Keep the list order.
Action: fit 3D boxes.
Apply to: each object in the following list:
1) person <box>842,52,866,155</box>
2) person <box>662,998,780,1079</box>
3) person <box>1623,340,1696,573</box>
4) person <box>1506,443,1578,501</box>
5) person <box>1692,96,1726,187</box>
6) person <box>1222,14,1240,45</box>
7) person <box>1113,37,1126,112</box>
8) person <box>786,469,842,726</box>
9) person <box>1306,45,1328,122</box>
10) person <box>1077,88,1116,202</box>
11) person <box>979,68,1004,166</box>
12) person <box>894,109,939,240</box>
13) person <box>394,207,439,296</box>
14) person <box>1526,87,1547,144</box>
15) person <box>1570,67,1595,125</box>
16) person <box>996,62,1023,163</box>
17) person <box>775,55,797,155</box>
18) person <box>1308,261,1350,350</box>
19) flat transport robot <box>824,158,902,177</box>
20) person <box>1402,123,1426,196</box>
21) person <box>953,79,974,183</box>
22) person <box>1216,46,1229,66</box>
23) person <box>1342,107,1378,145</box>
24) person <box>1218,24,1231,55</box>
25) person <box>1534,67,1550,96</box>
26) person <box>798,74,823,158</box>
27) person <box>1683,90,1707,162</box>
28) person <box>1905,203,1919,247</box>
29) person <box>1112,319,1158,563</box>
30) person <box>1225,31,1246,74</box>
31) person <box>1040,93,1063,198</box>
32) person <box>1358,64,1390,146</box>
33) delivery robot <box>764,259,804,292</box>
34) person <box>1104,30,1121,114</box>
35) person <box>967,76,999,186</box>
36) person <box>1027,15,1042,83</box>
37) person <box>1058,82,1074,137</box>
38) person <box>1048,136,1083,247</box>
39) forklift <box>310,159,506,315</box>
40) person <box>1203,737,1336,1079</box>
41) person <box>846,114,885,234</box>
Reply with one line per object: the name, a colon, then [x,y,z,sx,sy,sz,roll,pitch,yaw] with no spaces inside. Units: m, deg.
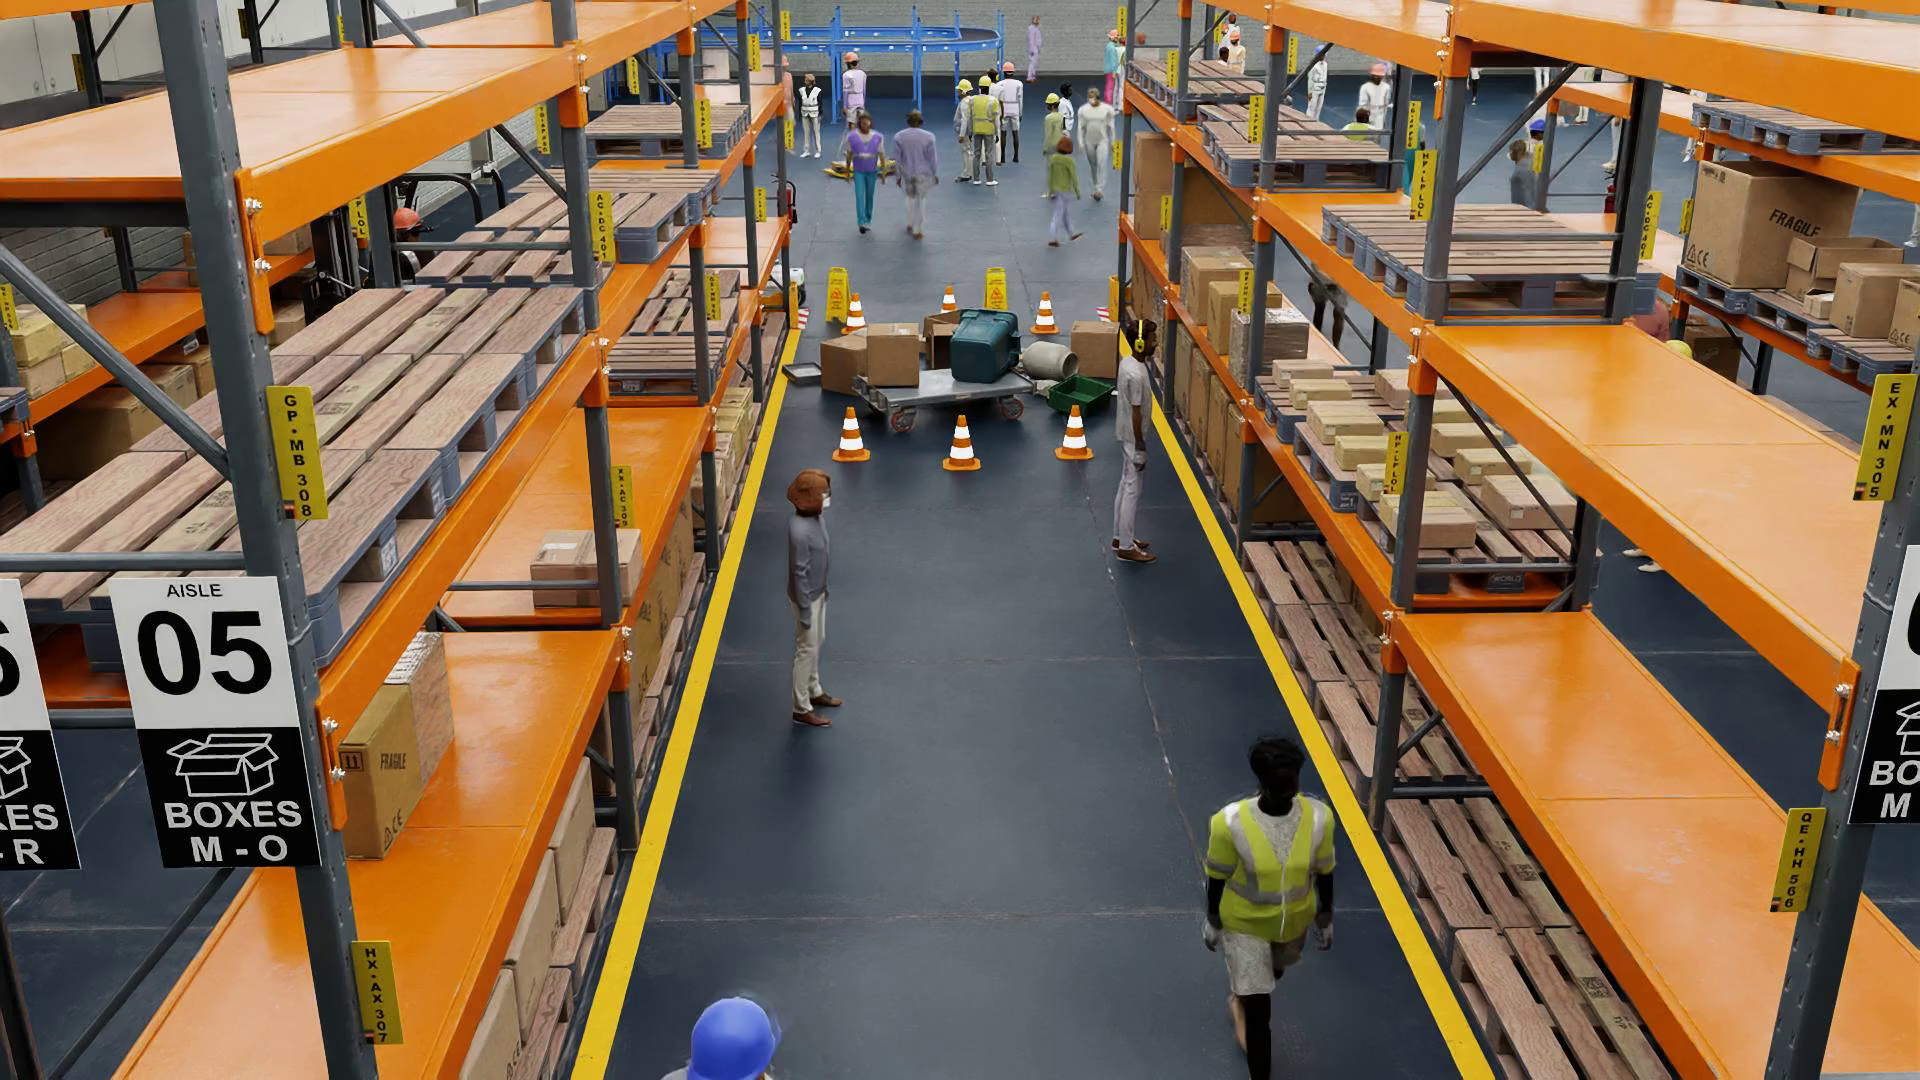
person: [-2.168,-8.850,33.767,0.418,2.034,0.603,16,26,37]
person: [-0.636,2.144,4.851,0.633,1.929,0.548,9,22,22]
person: [5.235,-0.624,12.388,0.329,1.765,0.533,1,21,3]
person: [3.687,-0.026,10.754,0.624,1.803,0.657,1,21,3]
person: [12.644,-6.596,28.020,0.514,1.876,0.328,9,22,22]
person: [7.901,-14.380,48.582,0.576,1.881,0.354,16,26,36]
person: [3.956,-11.506,41.038,0.373,1.843,0.571,-9,22,-22]
person: [-0.899,0.341,10.036,0.278,1.622,0.510,3,21,8]
person: [7.856,-9.864,36.556,0.615,1.945,0.399,-19,28,-41]
person: [2.311,-6.733,28.366,0.649,1.884,1.001,5,21,13]
person: [0.608,-8.196,32.278,0.505,1.861,0.325,2,21,6]
person: [-0.646,-5.507,25.083,0.634,1.920,0.575,6,22,16]
person: [-5.279,-2.219,16.238,0.404,2.035,0.601,5,21,14]
person: [10.906,-7.739,31.399,0.527,1.611,0.603,-4,21,-9]
person: [14.508,-10.482,38.642,0.508,1.621,0.279,-14,25,-32]
person: [0.956,-8.408,32.742,0.546,1.930,0.379,-2,21,-6]
person: [-3.605,-8.825,33.755,0.521,1.982,0.646,16,26,36]
person: [4.100,-2.933,18.301,0.574,1.894,0.964,1,21,2]
flat transport robot: [-1.795,-7.049,31.448,1.431,0.197,0.652,-11,23,-26]
person: [7.210,-6.121,26.879,0.508,1.799,0.960,-1,21,-2]
person: [0.079,-7.459,30.353,0.404,1.837,0.593,4,21,10]
person: [5.727,-9.924,36.776,0.398,1.908,0.598,-5,21,-13]
person: [6.252,-5.856,26.109,0.623,1.844,0.430,15,25,34]
person: [7.355,-13.526,46.505,0.330,1.751,0.564,-5,21,-12]
person: [15.607,-12.875,44.584,0.674,1.918,0.432,-4,21,-10]
person: [-3.007,-8.526,33.451,0.522,1.637,0.306,7,22,17]
person: [14.613,-8.321,32.761,0.493,1.743,0.297,10,23,26]
person: [14.308,-5.187,24.494,0.499,1.735,0.334,2,21,4]
person: [1.340,-0.758,12.596,0.316,1.870,0.532,-1,21,-3]
person: [6.756,-11.558,41.055,0.543,1.932,0.376,18,27,40]
person: [1.593,-6.799,28.707,0.313,1.768,0.528,13,24,30]
person: [7.850,-8.056,31.718,0.627,1.999,1.034,-3,21,-8]
delivery robot: [-2.331,-3.298,21.007,0.707,0.478,0.477,-2,21,-6]
person: [3.721,-11.461,40.719,0.392,1.988,0.609,-2,21,-6]
person: [0.433,-7.375,30.006,0.594,1.924,0.382,8,22,20]
person: [2.164,-14.197,48.083,0.399,1.899,0.645,6,22,15]
person: [1.977,-7.729,31.261,0.318,1.697,0.535,4,21,9]
person: [1.595,-5.155,24.599,0.841,1.594,0.512,-14,25,-32]
forklift: [-5.622,-2.910,17.832,2.313,2.155,1.214,-1,21,-1]
person: [1.259,1.533,6.838,0.536,1.655,0.852,-4,21,-11]
person: [-1.433,-5.605,25.506,0.588,1.790,0.961,-3,21,-8]
